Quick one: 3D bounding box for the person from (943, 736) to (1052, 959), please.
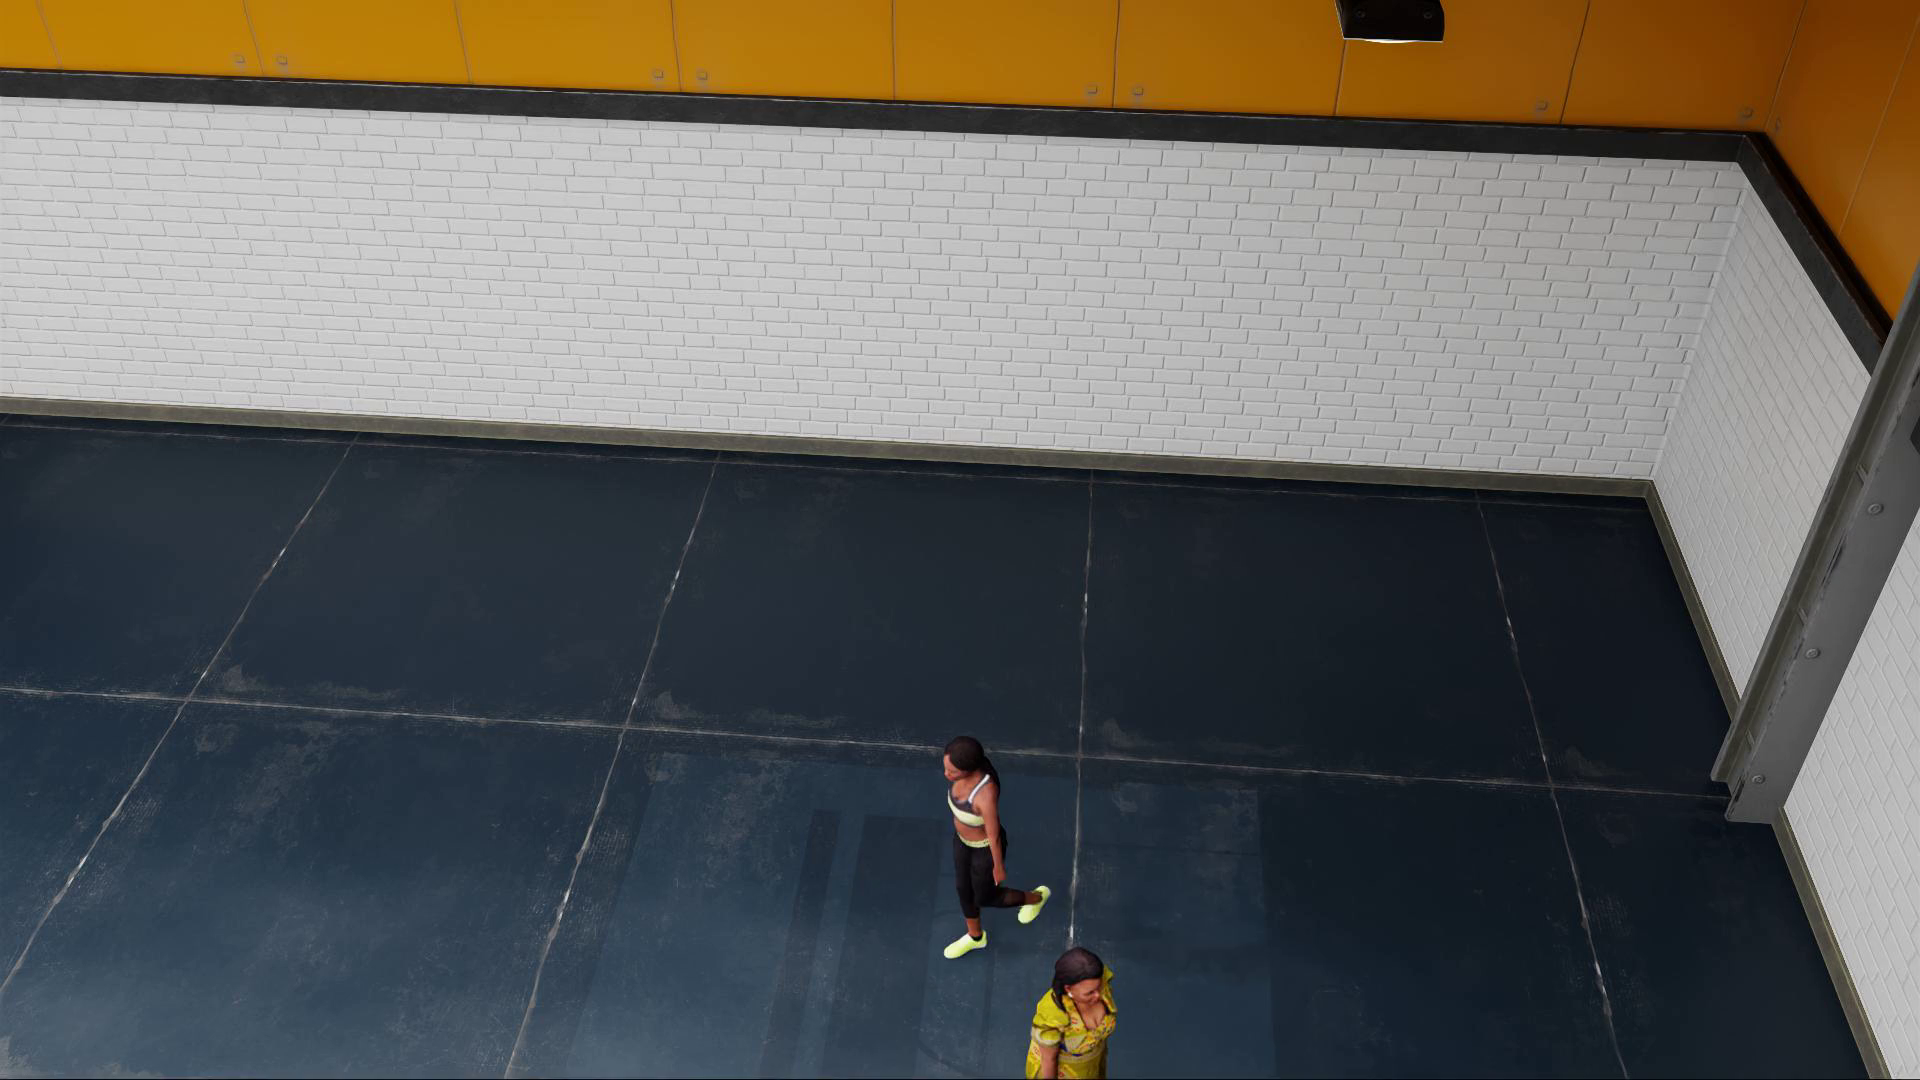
[{"bbox_3d":[0.196,1.633,9.114,0.906,1.721,0.919,-18,42,-21],"label":"person"}]

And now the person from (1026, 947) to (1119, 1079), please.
[{"bbox_3d":[0.531,2.517,8.058,1.065,1.657,0.962,27,46,30],"label":"person"}]
